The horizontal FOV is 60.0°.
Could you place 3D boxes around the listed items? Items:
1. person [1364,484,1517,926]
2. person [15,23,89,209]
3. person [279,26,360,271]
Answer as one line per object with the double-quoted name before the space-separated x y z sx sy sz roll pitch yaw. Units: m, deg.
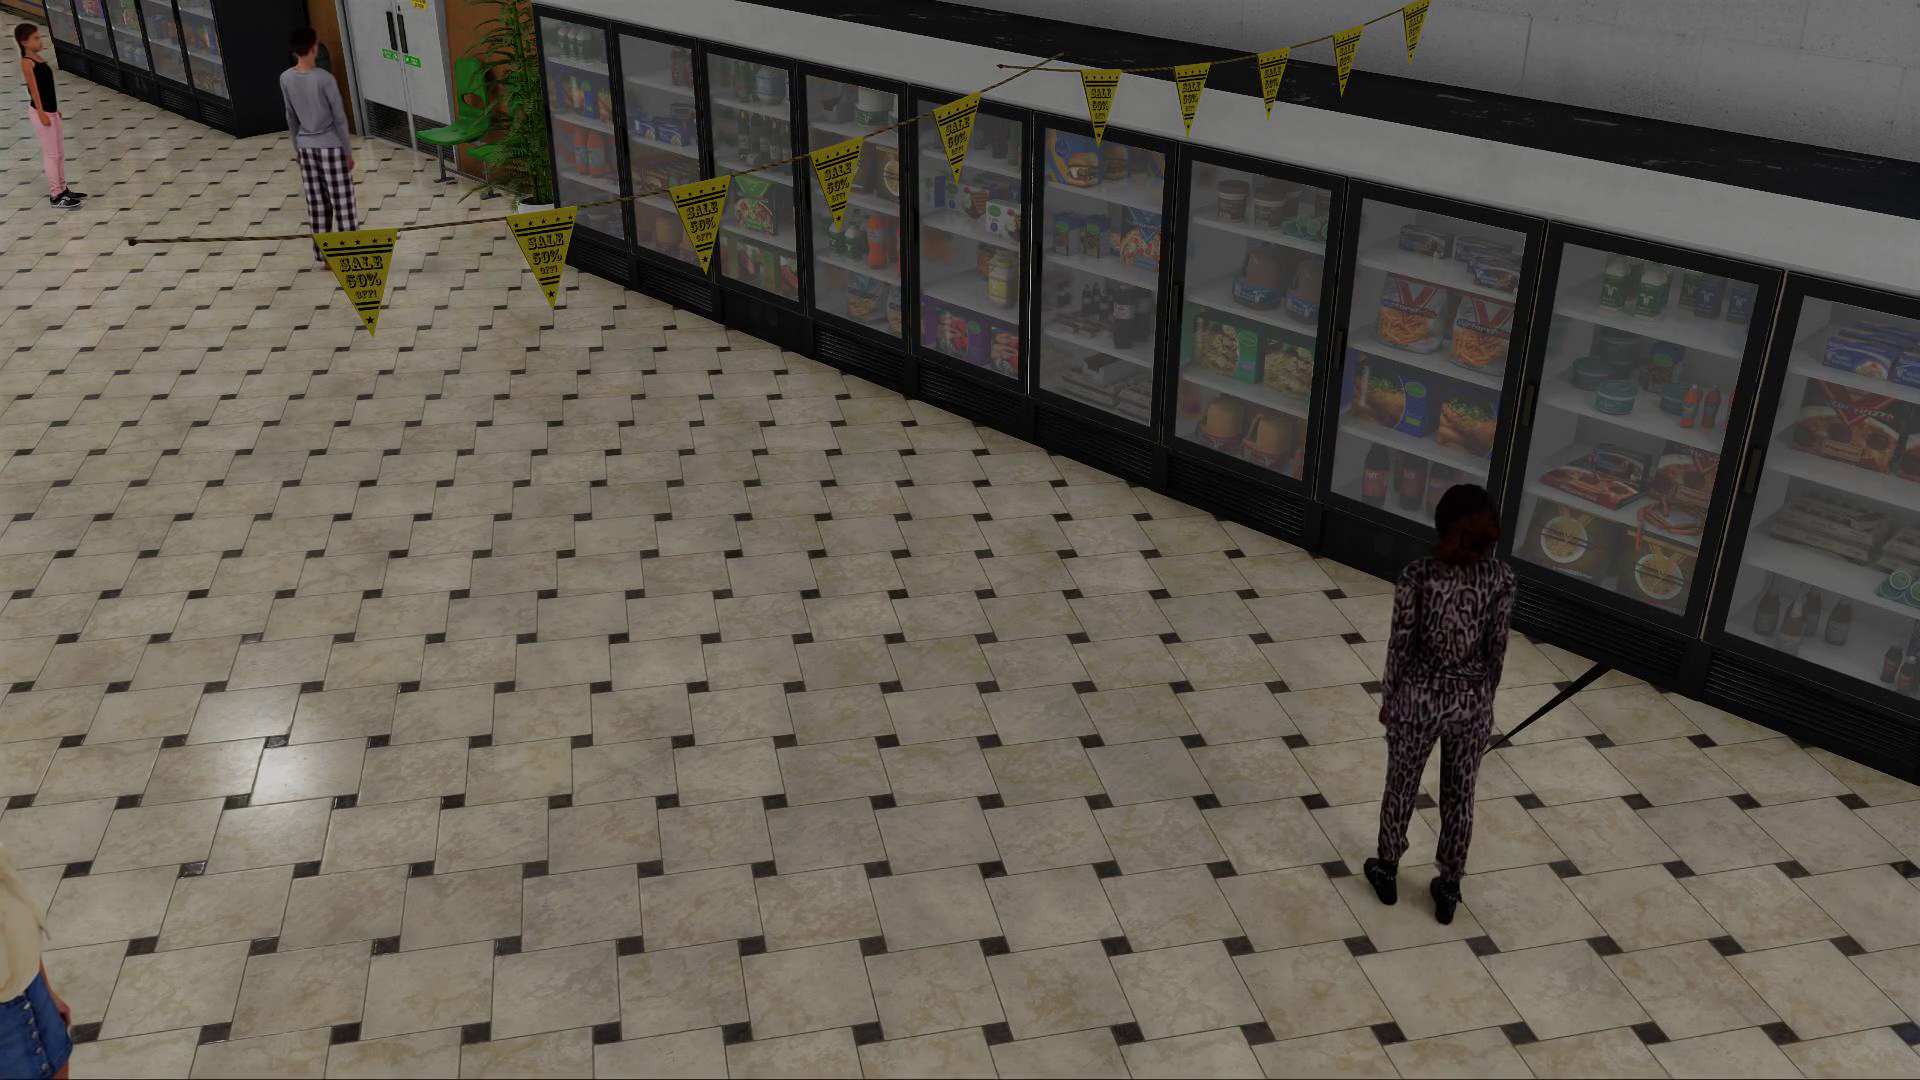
"person" 1.700 0.586 5.885 0.698 1.715 0.753 2 27 4
"person" -7.988 -3.715 14.531 0.654 1.564 0.618 -5 27 -10
"person" -4.910 -2.994 12.798 0.714 1.847 0.733 5 27 9
